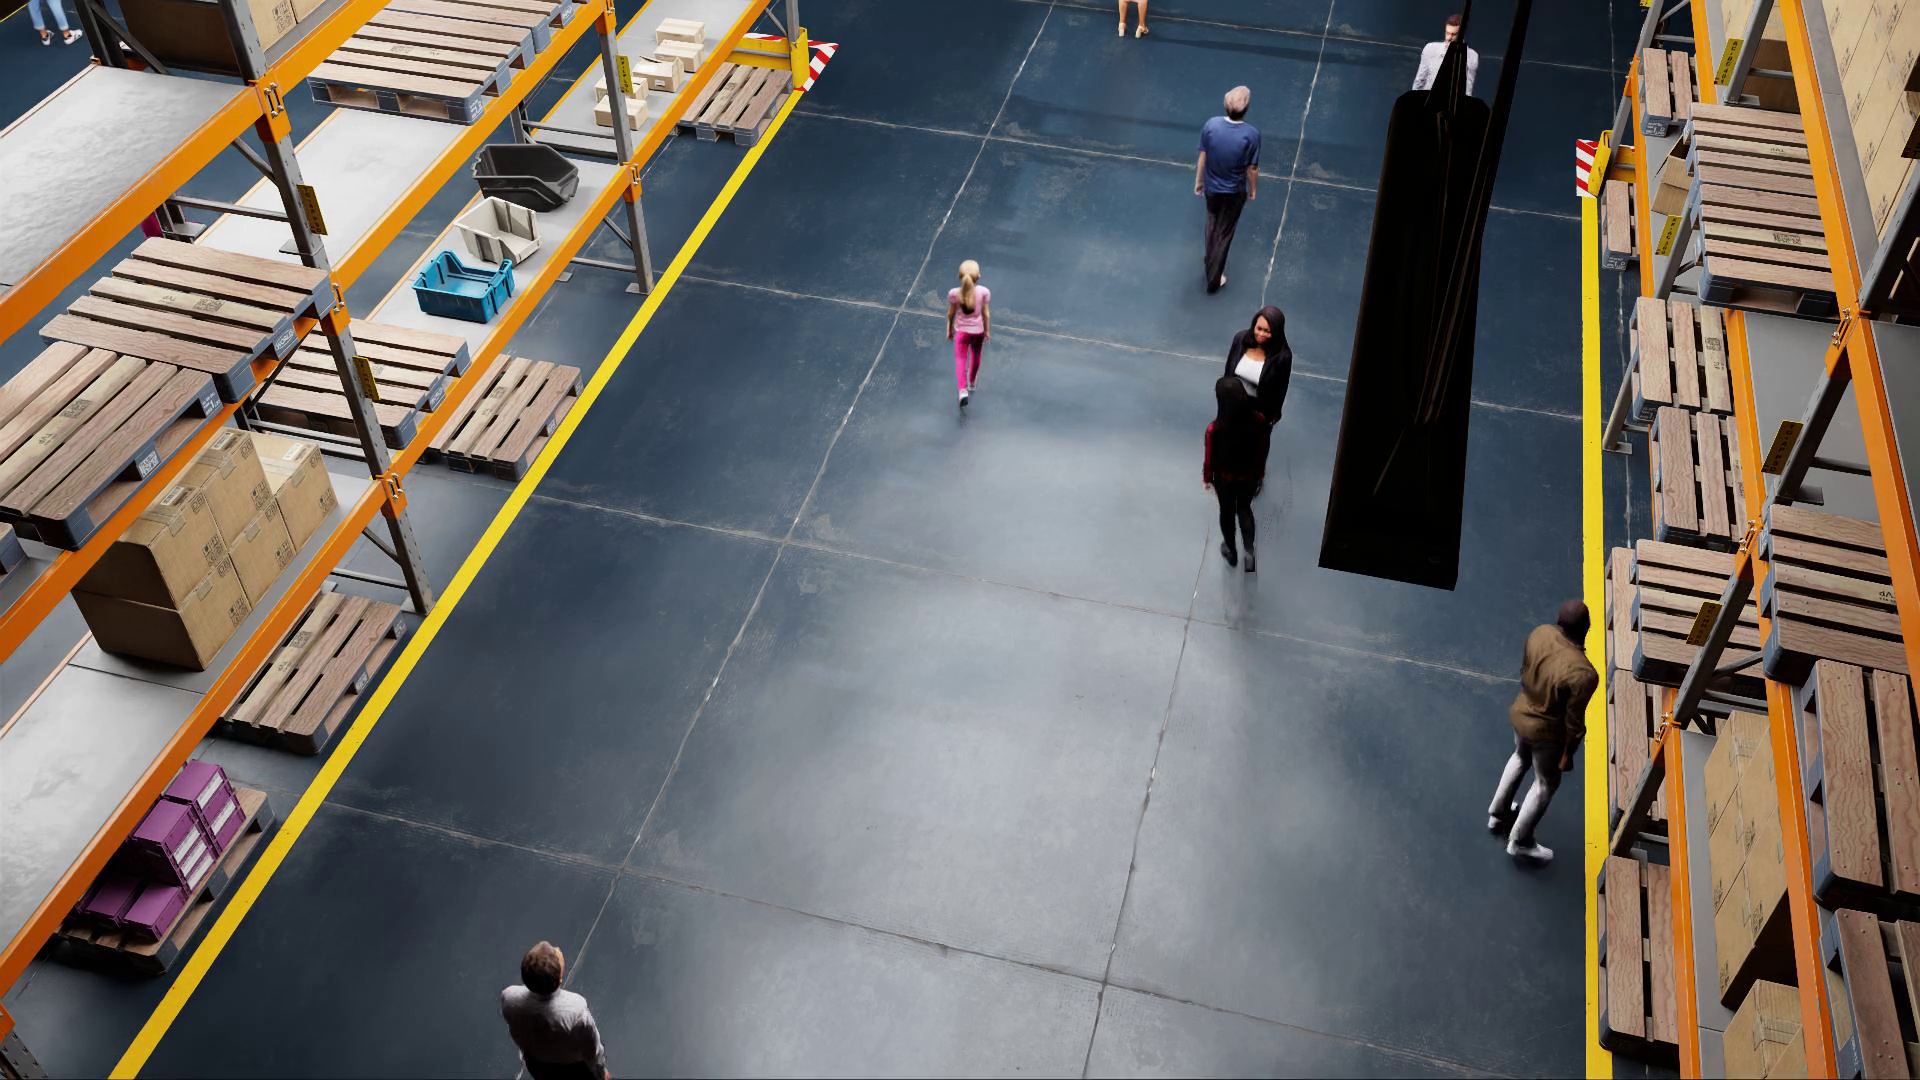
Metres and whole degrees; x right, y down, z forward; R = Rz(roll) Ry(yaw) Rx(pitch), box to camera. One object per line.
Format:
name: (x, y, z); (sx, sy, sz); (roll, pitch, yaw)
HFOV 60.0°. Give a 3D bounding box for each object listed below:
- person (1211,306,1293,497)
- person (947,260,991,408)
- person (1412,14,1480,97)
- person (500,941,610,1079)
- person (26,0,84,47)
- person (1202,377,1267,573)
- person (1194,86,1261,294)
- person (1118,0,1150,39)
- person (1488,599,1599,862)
person: (2.149, -1.036, 12.168); (0.696, 1.615, 0.692); (20, 47, 20)
person: (0.075, -1.613, 13.031); (0.612, 1.260, 0.849); (0, 44, 0)
person: (4.354, -3.911, 15.024); (0.769, 1.840, 0.774); (26, 49, 25)
person: (-1.998, 2.613, 8.204); (0.660, 1.800, 1.023); (10, 44, 10)
person: (-9.703, -5.959, 17.322); (0.651, 1.634, 0.603); (1, 44, 1)
person: (1.926, -0.369, 11.457); (0.830, 1.631, 0.906); (-7, 44, -7)
person: (2.190, -2.894, 13.949); (0.778, 1.850, 0.881); (21, 47, 20)
person: (1.851, -6.144, 17.373); (0.596, 1.832, 0.529); (14, 45, 15)
person: (3.400, 1.129, 9.773); (0.981, 1.784, 0.806); (-3, 44, -3)
